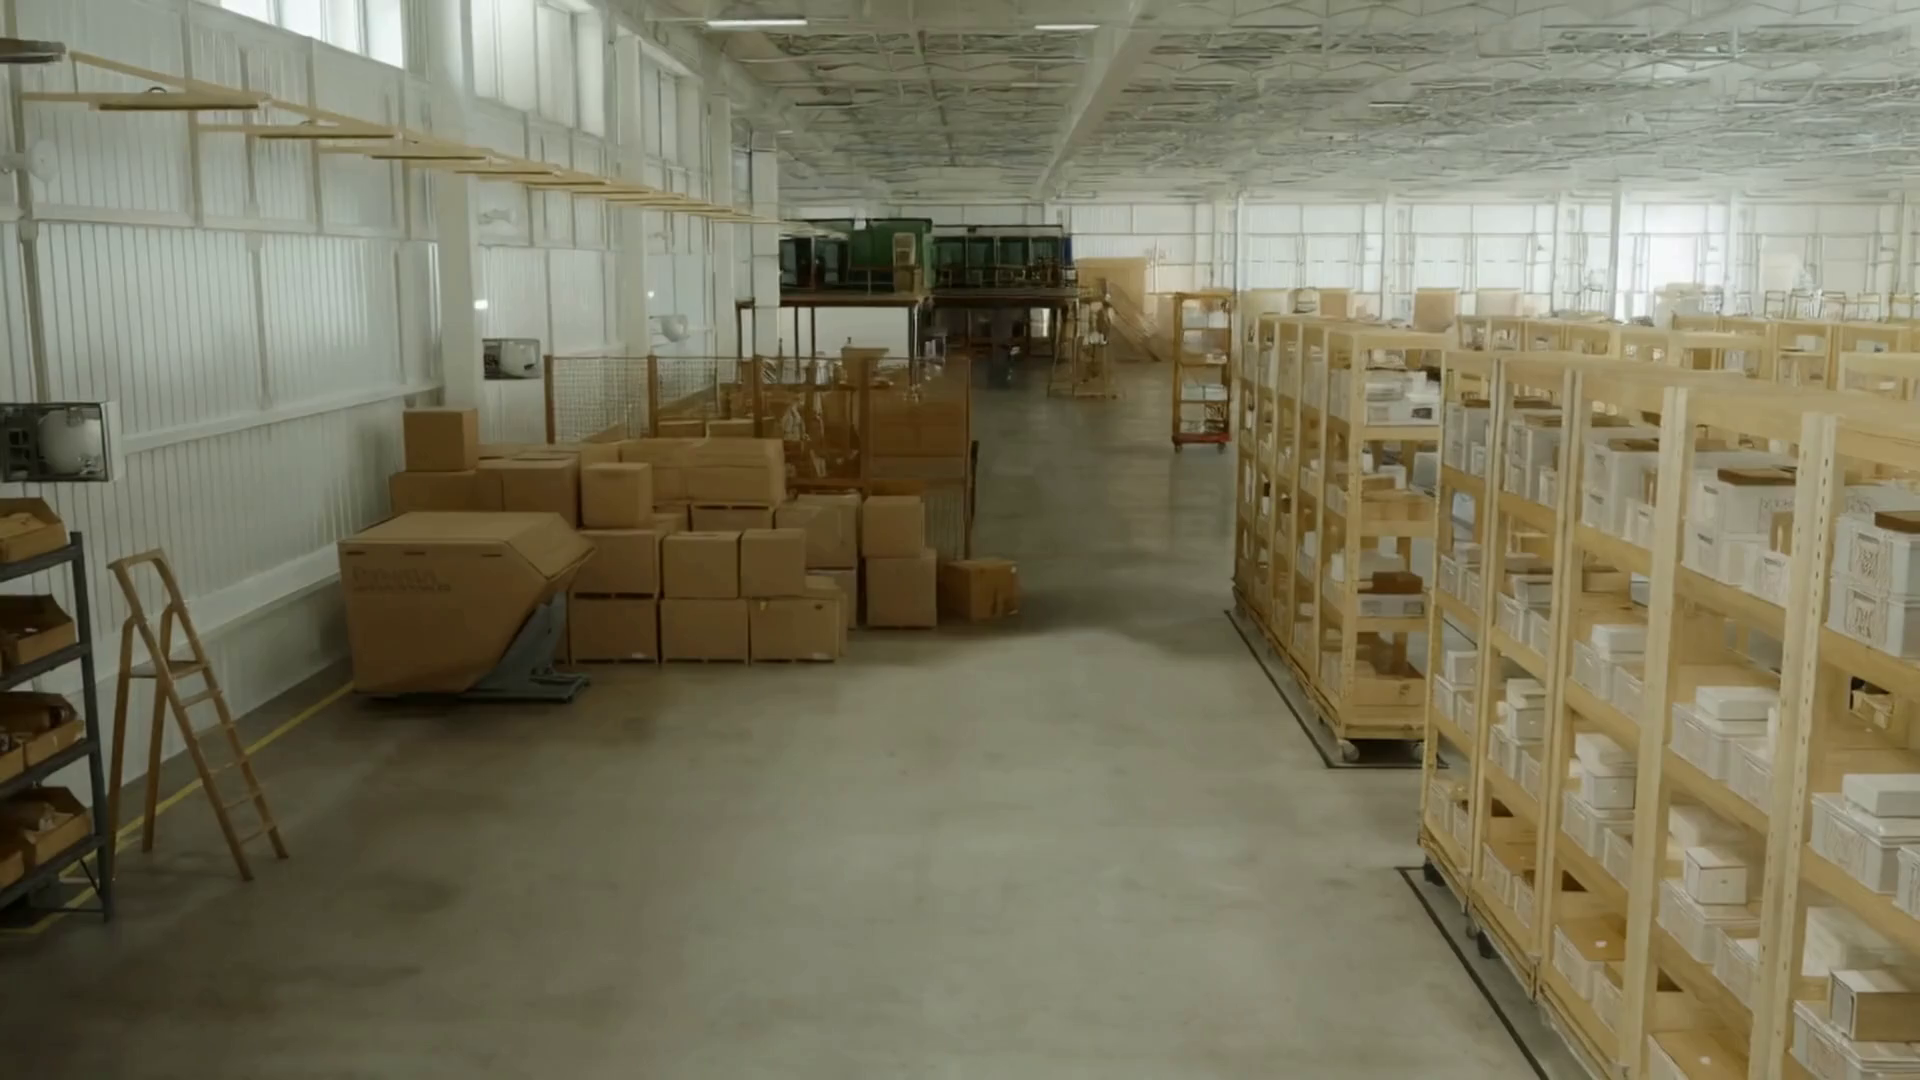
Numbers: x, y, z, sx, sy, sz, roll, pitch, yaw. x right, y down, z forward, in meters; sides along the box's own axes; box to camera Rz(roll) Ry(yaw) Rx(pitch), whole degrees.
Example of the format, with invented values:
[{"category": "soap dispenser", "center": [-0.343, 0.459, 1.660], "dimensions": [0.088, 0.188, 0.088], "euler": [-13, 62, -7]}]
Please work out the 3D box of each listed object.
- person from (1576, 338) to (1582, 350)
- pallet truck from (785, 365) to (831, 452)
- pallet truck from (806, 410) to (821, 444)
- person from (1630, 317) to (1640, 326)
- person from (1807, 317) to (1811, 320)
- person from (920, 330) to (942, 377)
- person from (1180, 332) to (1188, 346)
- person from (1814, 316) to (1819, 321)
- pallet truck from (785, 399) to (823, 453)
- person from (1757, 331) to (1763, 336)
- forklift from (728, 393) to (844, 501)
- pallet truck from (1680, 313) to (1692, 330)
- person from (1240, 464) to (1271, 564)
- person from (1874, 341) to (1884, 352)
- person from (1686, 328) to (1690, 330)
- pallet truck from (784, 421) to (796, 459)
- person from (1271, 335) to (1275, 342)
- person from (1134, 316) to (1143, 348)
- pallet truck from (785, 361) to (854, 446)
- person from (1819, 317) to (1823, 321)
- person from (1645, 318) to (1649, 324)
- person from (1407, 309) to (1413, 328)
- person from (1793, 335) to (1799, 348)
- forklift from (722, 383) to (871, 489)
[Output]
[{"category": "person", "center": [24.806, -7.807, 67.302], "dimensions": [0.684, 2.000, 0.538], "euler": [2, 9, 12]}, {"category": "pallet truck", "center": [-3.774, -2.976, 37.635], "dimensions": [1.885, 1.965, 0.823], "euler": [1, 9, 5]}, {"category": "pallet truck", "center": [-3.559, -2.018, 33.905], "dimensions": [1.522, 1.261, 0.704], "euler": [0, 9, -1]}, {"category": "person", "center": [31.724, -9.539, 78.366], "dimensions": [0.594, 1.922, 0.401], "euler": [0, 9, 0]}, {"category": "person", "center": [41.792, -10.051, 81.856], "dimensions": [0.520, 1.819, 0.817], "euler": [8, 12, 40]}, {"category": "person", "center": [-1.138, -7.208, 64.256], "dimensions": [0.977, 1.830, 0.601], "euler": [0, 9, -1]}, {"category": "person", "center": [10.298, -9.389, 77.512], "dimensions": [0.543, 1.904, 0.917], "euler": [-7, 12, -38]}, {"category": "person", "center": [41.220, -9.810, 80.055], "dimensions": [0.391, 1.913, 0.587], "euler": [-1, 9, -6]}, {"category": "pallet truck", "center": [-3.814, -2.432, 36.419], "dimensions": [1.630, 1.274, 0.653], "euler": [0, 9, 1]}, {"category": "person", "center": [36.067, -8.945, 74.903], "dimensions": [0.500, 1.853, 0.508], "euler": [3, 10, 20]}, {"category": "forklift", "center": [-2.979, -1.316, 26.476], "dimensions": [2.680, 1.987, 1.157], "euler": [0, 9, 1]}, {"category": "pallet truck", "center": [36.315, -10.531, 84.244], "dimensions": [0.823, 1.965, 1.885], "euler": [-6, 11, -33]}, {"category": "person", "center": [3.924, -0.369, 22.057], "dimensions": [0.588, 1.835, 0.403], "euler": [8, 12, 42]}, {"category": "person", "center": [31.841, -6.099, 57.862], "dimensions": [0.582, 1.678, 0.535], "euler": [7, 12, 38]}, {"category": "person", "center": [26.669, -6.785, 61.173], "dimensions": [0.402, 1.984, 0.613], "euler": [-4, 10, -23]}, {"category": "pallet truck", "center": [-4.013, -1.793, 32.705], "dimensions": [1.601, 1.201, 0.680], "euler": [0, 9, 1]}, {"category": "person", "center": [10.407, -5.761, 54.777], "dimensions": [0.637, 2.013, 0.715], "euler": [7, 12, 37]}, {"category": "person", "center": [9.468, -11.094, 88.201], "dimensions": [0.429, 1.840, 0.627], "euler": [-1, 9, -7]}, {"category": "pallet truck", "center": [-3.410, -3.193, 38.978], "dimensions": [1.885, 1.965, 0.823], "euler": [0, 9, -1]}, {"category": "person", "center": [42.935, -10.253, 83.022], "dimensions": [0.620, 1.840, 0.430], "euler": [2, 9, 11]}, {"category": "person", "center": [35.278, -10.550, 85.346], "dimensions": [0.712, 1.667, 0.528], "euler": [-7, 11, -36]}, {"category": "person", "center": [25.602, -12.182, 94.679], "dimensions": [0.398, 1.918, 0.587], "euler": [6, 11, 33]}, {"category": "person", "center": [32.934, -7.497, 65.756], "dimensions": [0.427, 1.918, 0.562], "euler": [9, 13, 43]}, {"category": "forklift", "center": [-2.893, -1.687, 28.729], "dimensions": [2.680, 1.987, 1.157], "euler": [0, 9, -1]}]
